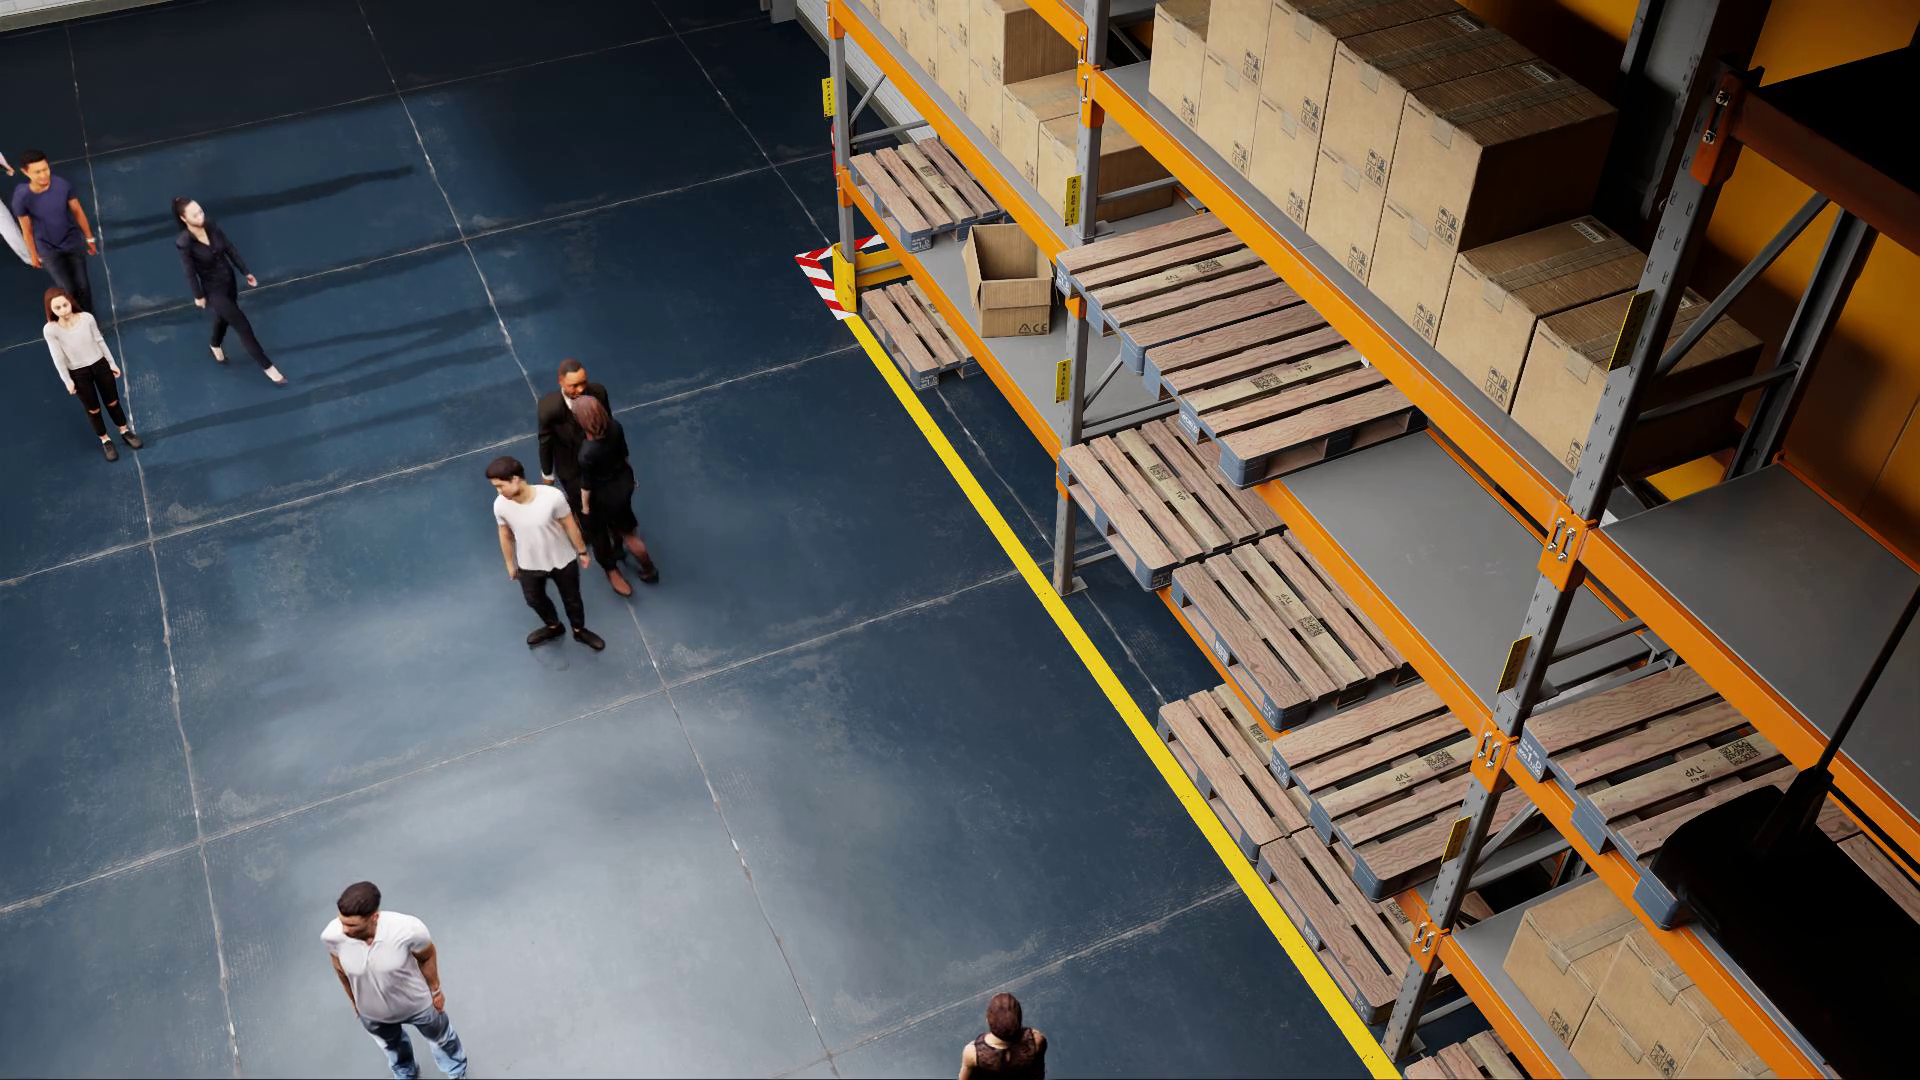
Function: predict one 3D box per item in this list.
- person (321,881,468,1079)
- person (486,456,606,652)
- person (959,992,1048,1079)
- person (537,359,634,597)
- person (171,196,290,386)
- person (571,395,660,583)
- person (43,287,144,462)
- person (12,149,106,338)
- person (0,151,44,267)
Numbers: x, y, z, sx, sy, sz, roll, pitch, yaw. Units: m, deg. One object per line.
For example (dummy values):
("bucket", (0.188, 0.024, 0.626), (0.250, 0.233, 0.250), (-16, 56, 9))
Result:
("person", (-2.888, 2.321, 8.509), (0.750, 1.862, 0.715), (-1, 44, -1))
("person", (-2.706, 0.092, 10.969), (0.753, 1.694, 0.654), (-13, 45, -13))
("person", (0.221, 2.813, 8.162), (0.718, 1.626, 1.176), (-10, 45, -10))
("person", (-2.657, -0.563, 11.543), (0.912, 1.850, 1.364), (-25, 49, -24))
("person", (-5.915, -1.987, 13.171), (1.066, 1.667, 1.033), (12, 45, 13))
("person", (-2.289, -0.284, 11.372), (0.884, 1.683, 0.820), (18, 47, 18))
("person", (-6.588, -1.283, 12.565), (0.601, 1.484, 0.585), (-34, 53, -30))
("person", (-7.363, -2.429, 13.564), (0.753, 1.766, 0.731), (-31, 52, -29))
("person", (-8.582, -3.214, 14.411), (1.137, 1.733, 1.049), (16, 46, 16))
